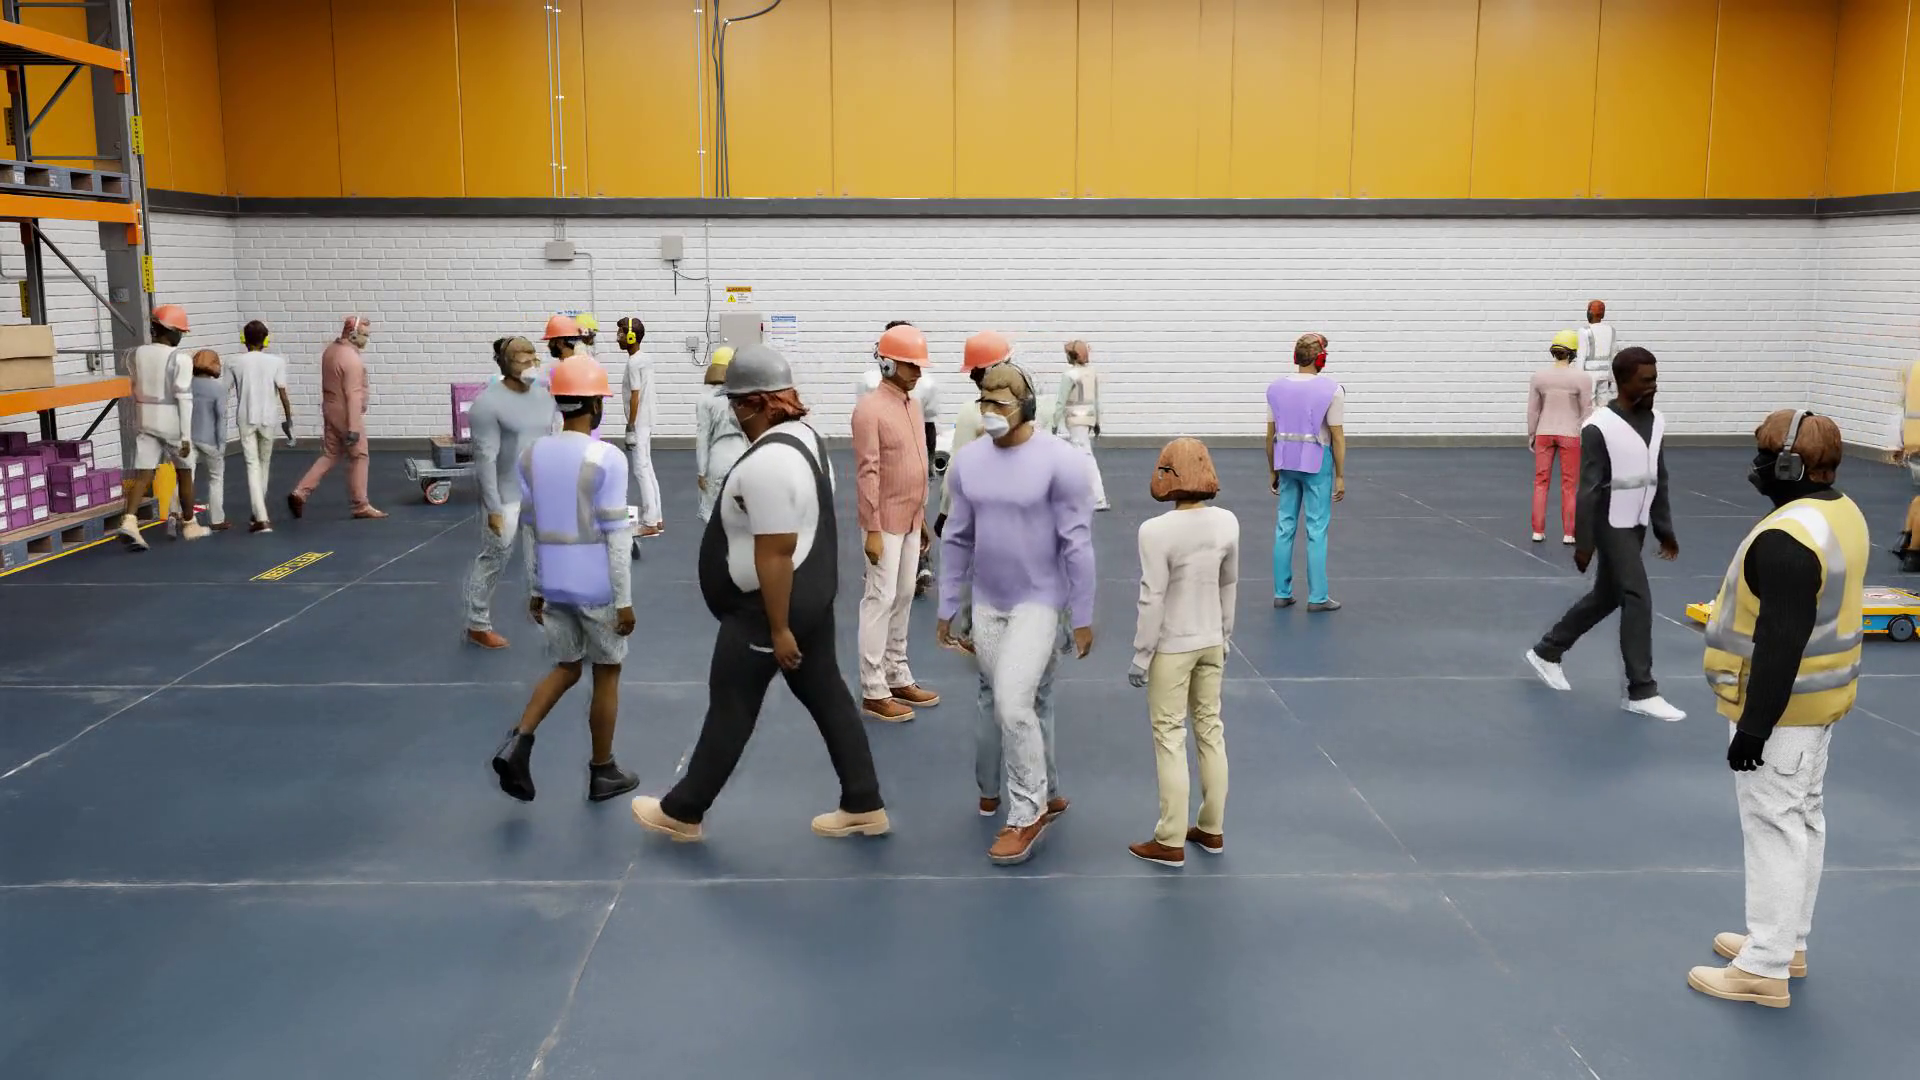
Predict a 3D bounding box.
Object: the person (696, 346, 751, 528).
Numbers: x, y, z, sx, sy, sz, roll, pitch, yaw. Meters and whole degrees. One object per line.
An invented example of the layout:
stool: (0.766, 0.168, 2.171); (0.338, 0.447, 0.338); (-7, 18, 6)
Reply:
person: (-1.652, -0.513, 11.866); (0.491, 1.720, 0.458); (-6, 11, -35)

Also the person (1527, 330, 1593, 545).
person: (4.945, -0.844, 13.727); (0.526, 1.769, 0.328); (7, 12, 38)

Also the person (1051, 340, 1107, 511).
person: (1.050, -1.077, 15.662); (0.863, 1.586, 0.546); (6, 11, 34)

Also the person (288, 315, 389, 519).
person: (-5.583, -1.072, 14.860); (0.791, 1.862, 0.703); (-8, 12, -41)

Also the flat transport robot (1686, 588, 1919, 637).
flat transport robot: (5.395, 0.445, 10.393); (1.431, 0.197, 0.652); (0, 9, -1)

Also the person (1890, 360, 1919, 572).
person: (7.252, -0.705, 12.395); (0.442, 1.918, 0.588); (-2, 10, -15)

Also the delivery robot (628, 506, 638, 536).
delivery robot: (-2.852, -0.180, 13.074); (0.707, 0.478, 0.477); (8, 12, 41)

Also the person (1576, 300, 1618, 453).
person: (7.723, -1.971, 20.280); (0.574, 1.883, 0.361); (-3, 10, -20)

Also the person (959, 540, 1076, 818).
person: (0.238, 0.340, 6.876); (0.507, 1.631, 0.271); (3, 10, 16)

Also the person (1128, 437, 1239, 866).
person: (0.852, 0.424, 6.355); (0.508, 1.632, 0.271); (-7, 12, -37)

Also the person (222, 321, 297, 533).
person: (-6.167, -0.986, 14.451); (0.676, 1.807, 0.959); (-5, 11, -29)

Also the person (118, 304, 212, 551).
person: (-6.524, -0.915, 13.521); (0.649, 1.986, 1.018); (1, 9, 9)

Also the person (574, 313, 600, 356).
person: (-4.196, -1.516, 17.782); (0.741, 1.799, 0.617); (-3, 10, -19)

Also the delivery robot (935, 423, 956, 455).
delivery robot: (-0.014, -1.055, 18.440); (0.707, 0.478, 0.477); (-1, 9, -7)

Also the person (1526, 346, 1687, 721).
person: (3.374, -0.070, 8.633); (0.595, 1.884, 0.938); (-8, 12, -39)

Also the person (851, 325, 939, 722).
person: (-0.320, -0.091, 8.439); (0.388, 1.987, 0.608); (4, 10, 23)

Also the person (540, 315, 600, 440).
person: (-2.947, -0.730, 12.583); (0.449, 1.920, 0.549); (2, 10, 13)

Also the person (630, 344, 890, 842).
person: (-0.763, 0.193, 6.530); (1.011, 2.000, 0.693); (2, 10, 14)

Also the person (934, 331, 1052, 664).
person: (0.191, -0.163, 9.055); (0.626, 1.923, 1.004); (-8, 12, -42)

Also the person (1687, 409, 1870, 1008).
person: (2.531, 0.516, 5.162); (0.429, 1.844, 0.622); (8, 12, 39)

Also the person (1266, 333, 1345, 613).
person: (2.276, -0.438, 11.002); (0.564, 1.842, 0.390); (7, 12, 38)

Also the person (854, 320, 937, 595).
person: (-0.439, -0.584, 11.684); (0.618, 1.924, 0.935); (-3, 10, -18)

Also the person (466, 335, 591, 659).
person: (-2.570, -0.242, 9.672); (1.021, 1.887, 0.651); (6, 11, 34)

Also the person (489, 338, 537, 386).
person: (-3.868, -0.956, 14.702); (0.813, 1.667, 0.546); (6, 11, 32)

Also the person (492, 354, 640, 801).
person: (-1.631, 0.192, 6.923); (0.548, 1.917, 0.636); (5, 11, 29)

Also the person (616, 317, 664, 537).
person: (-2.728, -0.958, 14.138); (0.332, 1.863, 0.511); (0, 9, 0)

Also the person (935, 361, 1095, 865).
person: (0.162, 0.280, 6.370); (0.651, 1.913, 0.661); (7, 12, 38)

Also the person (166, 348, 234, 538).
person: (-6.478, -0.821, 14.101); (0.557, 1.597, 0.769); (1, 9, 6)
